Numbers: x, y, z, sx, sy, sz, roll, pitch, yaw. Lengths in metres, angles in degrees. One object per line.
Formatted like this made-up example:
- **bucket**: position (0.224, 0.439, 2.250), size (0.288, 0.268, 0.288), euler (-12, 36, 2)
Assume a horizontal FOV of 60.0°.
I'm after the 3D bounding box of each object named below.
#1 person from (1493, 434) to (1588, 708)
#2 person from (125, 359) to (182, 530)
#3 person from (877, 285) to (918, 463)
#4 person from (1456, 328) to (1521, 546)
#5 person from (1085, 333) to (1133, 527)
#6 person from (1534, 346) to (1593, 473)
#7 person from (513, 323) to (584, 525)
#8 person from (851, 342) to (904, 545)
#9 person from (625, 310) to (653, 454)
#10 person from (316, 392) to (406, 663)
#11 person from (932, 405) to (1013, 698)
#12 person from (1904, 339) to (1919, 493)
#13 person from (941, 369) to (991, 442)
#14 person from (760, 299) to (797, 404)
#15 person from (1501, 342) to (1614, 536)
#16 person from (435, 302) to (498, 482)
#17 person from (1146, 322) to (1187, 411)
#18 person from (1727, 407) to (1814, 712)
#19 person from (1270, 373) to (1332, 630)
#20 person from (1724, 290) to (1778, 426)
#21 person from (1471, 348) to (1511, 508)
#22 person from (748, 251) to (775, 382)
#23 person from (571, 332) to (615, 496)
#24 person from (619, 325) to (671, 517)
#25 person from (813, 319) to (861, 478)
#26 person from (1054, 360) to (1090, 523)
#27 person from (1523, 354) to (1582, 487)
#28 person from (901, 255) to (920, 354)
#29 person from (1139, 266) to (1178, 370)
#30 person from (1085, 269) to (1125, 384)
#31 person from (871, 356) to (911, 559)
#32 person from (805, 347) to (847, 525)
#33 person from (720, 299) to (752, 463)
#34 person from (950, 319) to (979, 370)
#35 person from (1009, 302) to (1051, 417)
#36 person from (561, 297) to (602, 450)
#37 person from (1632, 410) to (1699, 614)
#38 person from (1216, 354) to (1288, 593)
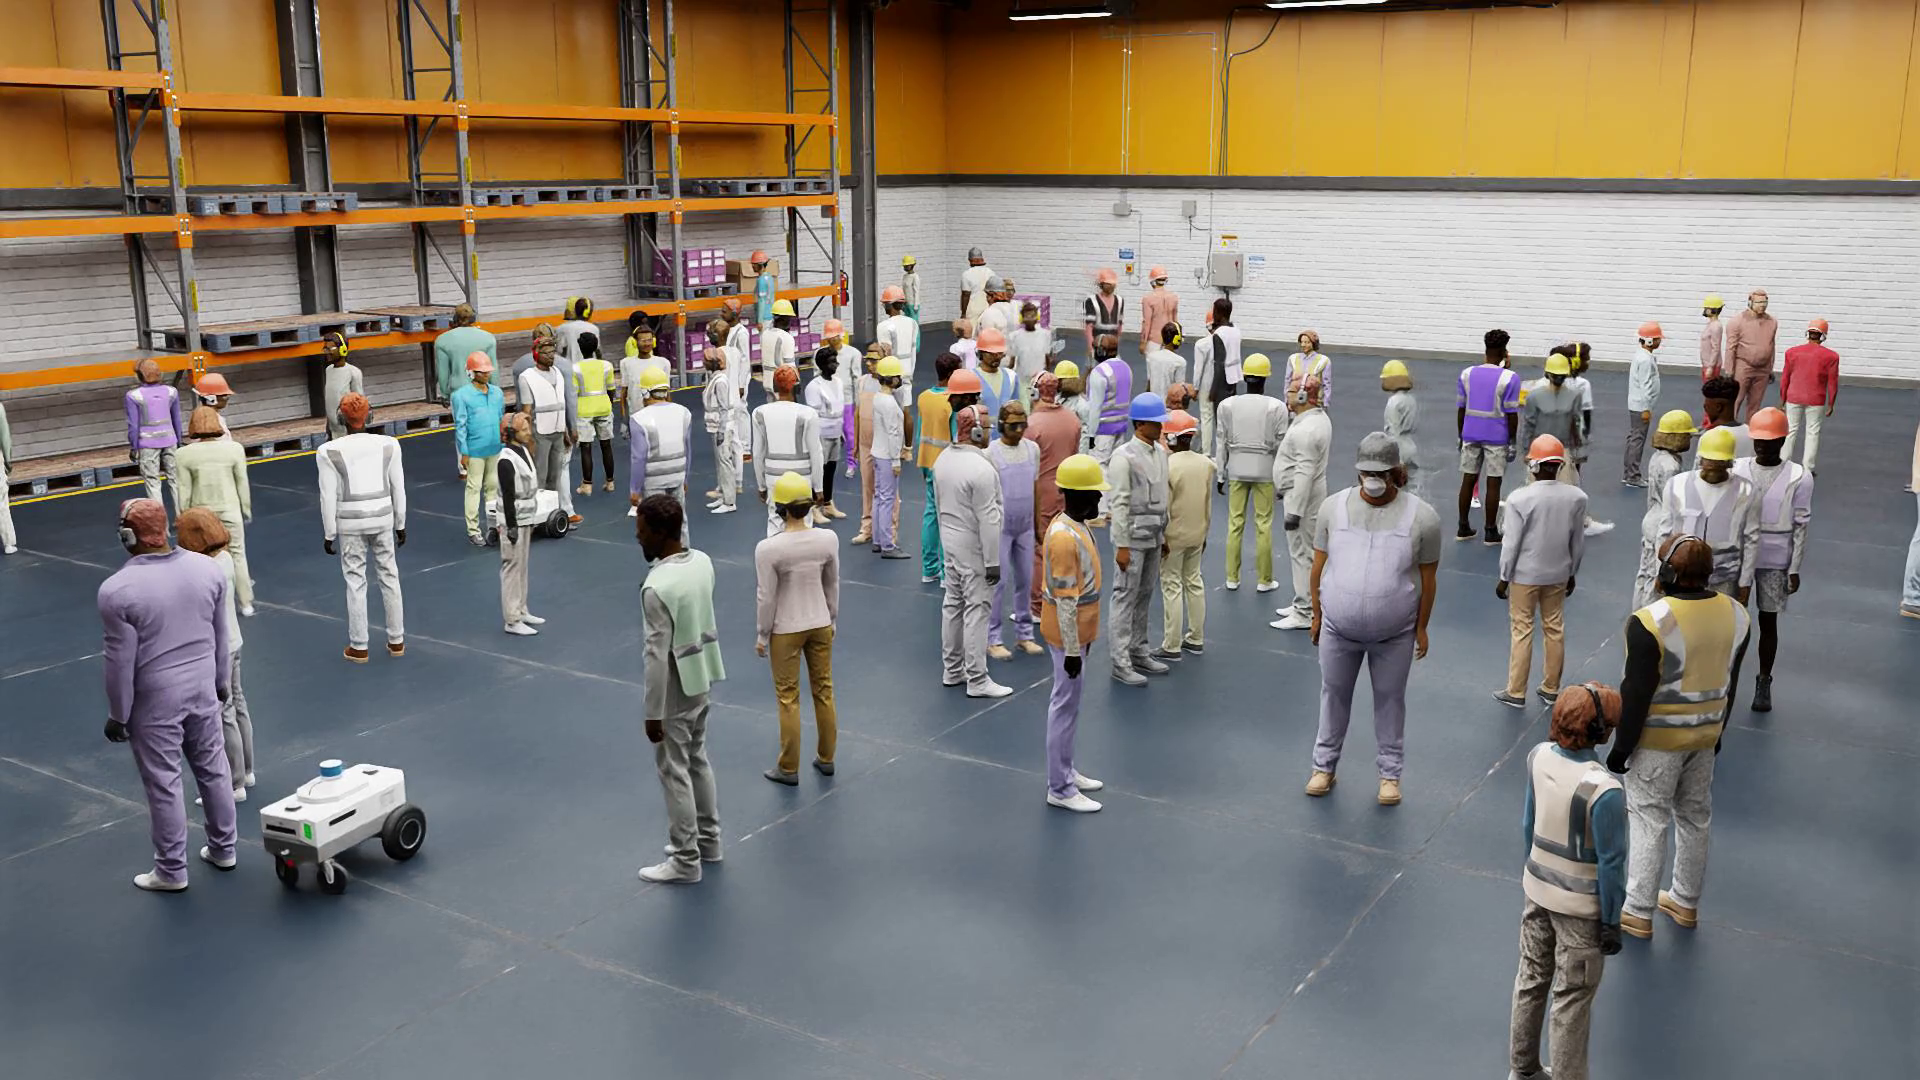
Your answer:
- **person**: position (3.673, 0.197, 10.581), size (0.573, 1.750, 0.330), euler (-3, 13, -13)
- **person**: position (-7.461, -0.866, 15.447), size (0.305, 1.637, 0.522), euler (9, 16, 33)
- **person**: position (-0.746, -1.855, 18.846), size (0.375, 2.043, 0.611), euler (10, 16, 37)
- **person**: position (4.761, -0.930, 15.030), size (0.373, 1.958, 0.603), euler (-12, 18, -43)
- **person**: position (1.382, -1.041, 15.796), size (0.429, 1.830, 0.635), euler (9, 16, 33)
- **person**: position (5.771, -1.016, 15.984), size (0.571, 1.683, 0.402), euler (3, 13, 12)
- **person**: position (-3.886, -1.082, 15.725), size (0.629, 1.940, 0.373), euler (4, 13, 15)
- **person**: position (-0.740, -0.850, 14.922), size (0.508, 1.846, 0.345), euler (7, 15, 26)
- **person**: position (-3.778, -1.858, 19.615), size (0.321, 1.696, 0.536), euler (1, 13, 6)
- **person**: position (-4.123, -0.085, 11.521), size (0.575, 1.882, 0.355), euler (-9, 16, -34)
- **person**: position (0.090, 0.071, 10.794), size (0.407, 1.908, 0.642), euler (-8, 15, -30)
- **person**: position (10.092, -1.362, 17.329), size (0.339, 1.762, 0.525), euler (8, 15, 32)
- **person**: position (0.047, -0.303, 12.349), size (0.373, 1.934, 0.551), euler (-1, 13, -5)
- **person**: position (-1.986, -1.704, 18.468), size (0.397, 1.920, 0.587), euler (-10, 16, -37)
- **person**: position (5.517, -0.909, 15.260), size (1.006, 1.809, 0.483), euler (3, 13, 13)
- **person**: position (-5.286, -1.586, 17.910), size (0.629, 1.940, 0.379), euler (-3, 13, -14)
- **person**: position (2.073, -1.252, 16.655), size (0.346, 1.857, 0.523), euler (-11, 17, -41)
- **person**: position (5.028, 0.121, 10.506), size (0.552, 1.937, 0.356), euler (9, 16, 33)
- **person**: position (2.516, -0.287, 12.344), size (0.405, 1.911, 0.636), euler (5, 14, 20)
- **person**: position (9.488, -2.038, 19.940), size (0.654, 1.906, 0.406), euler (-2, 13, -9)
- **person**: position (5.319, -1.136, 16.625), size (0.507, 1.632, 0.272), euler (-4, 14, -16)
- **person**: position (-3.080, -3.477, 25.909), size (0.408, 2.034, 0.608), euler (1, 13, 2)
- **person**: position (-3.813, -1.303, 17.211), size (0.533, 1.697, 0.319), euler (-9, 16, -35)
- **person**: position (-3.058, -1.158, 16.204), size (0.513, 1.872, 0.328), euler (-2, 13, -10)
- **person**: position (-1.350, -1.552, 18.203), size (0.575, 1.739, 0.354), euler (4, 14, 17)
- **person**: position (0.917, -0.689, 14.446), size (0.295, 1.744, 0.491), euler (-9, 16, -35)
- **person**: position (5.346, -0.828, 15.063), size (0.543, 1.739, 0.449), euler (-1, 13, -5)
- **person**: position (-0.887, -4.166, 29.505), size (0.338, 1.761, 0.524), euler (-7, 15, -28)
- **person**: position (2.719, -2.766, 22.904), size (0.623, 1.992, 0.396), euler (-8, 15, -32)
- **person**: position (1.963, -2.679, 22.573), size (0.621, 1.991, 1.072), euler (-5, 14, -22)
- **person**: position (-0.617, -0.720, 14.533), size (0.312, 1.768, 0.522), euler (-4, 14, -17)
- **person**: position (-1.278, -1.005, 15.918), size (0.322, 1.696, 0.536), euler (7, 15, 29)
- **person**: position (-2.576, -1.812, 19.014), size (0.355, 1.883, 0.573), euler (-6, 14, -26)
- **person**: position (0.043, -1.736, 19.221), size (0.306, 1.637, 0.522), euler (9, 16, 34)
- **person**: position (0.827, -1.779, 18.940), size (0.551, 1.847, 0.397), euler (-3, 13, -12)
- **person**: position (-4.553, -1.991, 19.956), size (0.554, 1.828, 0.843), euler (4, 14, 16)
- **person**: position (4.944, -0.046, 11.659), size (0.296, 1.744, 0.484), euler (2, 13, 9)
- **person**: position (2.344, -0.532, 13.359), size (0.586, 1.928, 0.369), euler (5, 14, 21)
